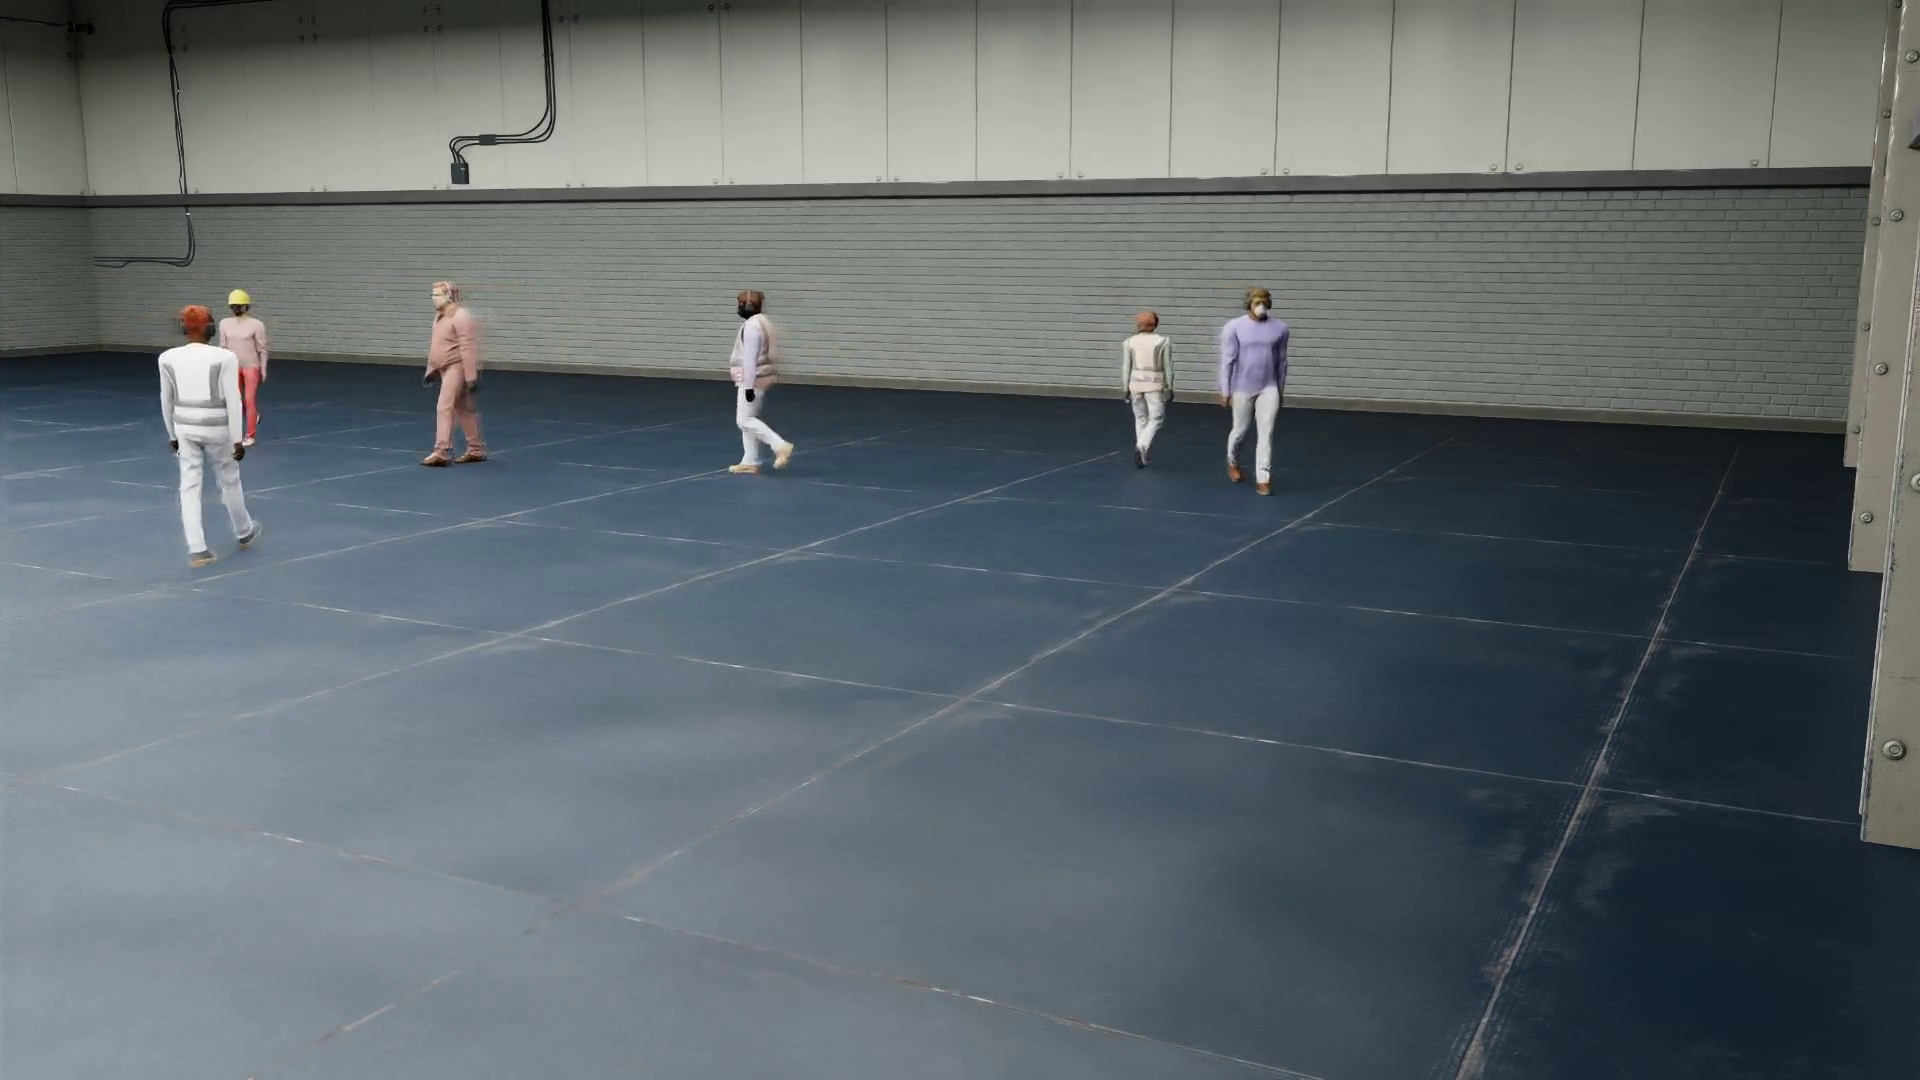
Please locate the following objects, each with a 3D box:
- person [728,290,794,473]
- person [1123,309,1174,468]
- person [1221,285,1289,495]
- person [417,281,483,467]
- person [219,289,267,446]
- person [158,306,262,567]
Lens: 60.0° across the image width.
[{"bbox_3d":[-1.984,-1.543,16.348,0.584,1.821,0.640,0,10,2],"label":"person"},{"bbox_3d":[1.855,-1.506,16.706,0.524,1.615,0.622,6,12,29],"label":"person"},{"bbox_3d":[2.704,-1.403,15.370,0.640,1.911,0.904,-1,10,-6],"label":"person"},{"bbox_3d":[-5.284,-1.685,16.980,0.860,1.873,0.659,-7,13,-34],"label":"person"},{"bbox_3d":[-8.044,-1.948,18.732,0.538,1.752,0.559,1,10,4],"label":"person"},{"bbox_3d":[-5.454,-0.776,12.105,0.611,1.839,0.942,0,10,-2],"label":"person"}]
